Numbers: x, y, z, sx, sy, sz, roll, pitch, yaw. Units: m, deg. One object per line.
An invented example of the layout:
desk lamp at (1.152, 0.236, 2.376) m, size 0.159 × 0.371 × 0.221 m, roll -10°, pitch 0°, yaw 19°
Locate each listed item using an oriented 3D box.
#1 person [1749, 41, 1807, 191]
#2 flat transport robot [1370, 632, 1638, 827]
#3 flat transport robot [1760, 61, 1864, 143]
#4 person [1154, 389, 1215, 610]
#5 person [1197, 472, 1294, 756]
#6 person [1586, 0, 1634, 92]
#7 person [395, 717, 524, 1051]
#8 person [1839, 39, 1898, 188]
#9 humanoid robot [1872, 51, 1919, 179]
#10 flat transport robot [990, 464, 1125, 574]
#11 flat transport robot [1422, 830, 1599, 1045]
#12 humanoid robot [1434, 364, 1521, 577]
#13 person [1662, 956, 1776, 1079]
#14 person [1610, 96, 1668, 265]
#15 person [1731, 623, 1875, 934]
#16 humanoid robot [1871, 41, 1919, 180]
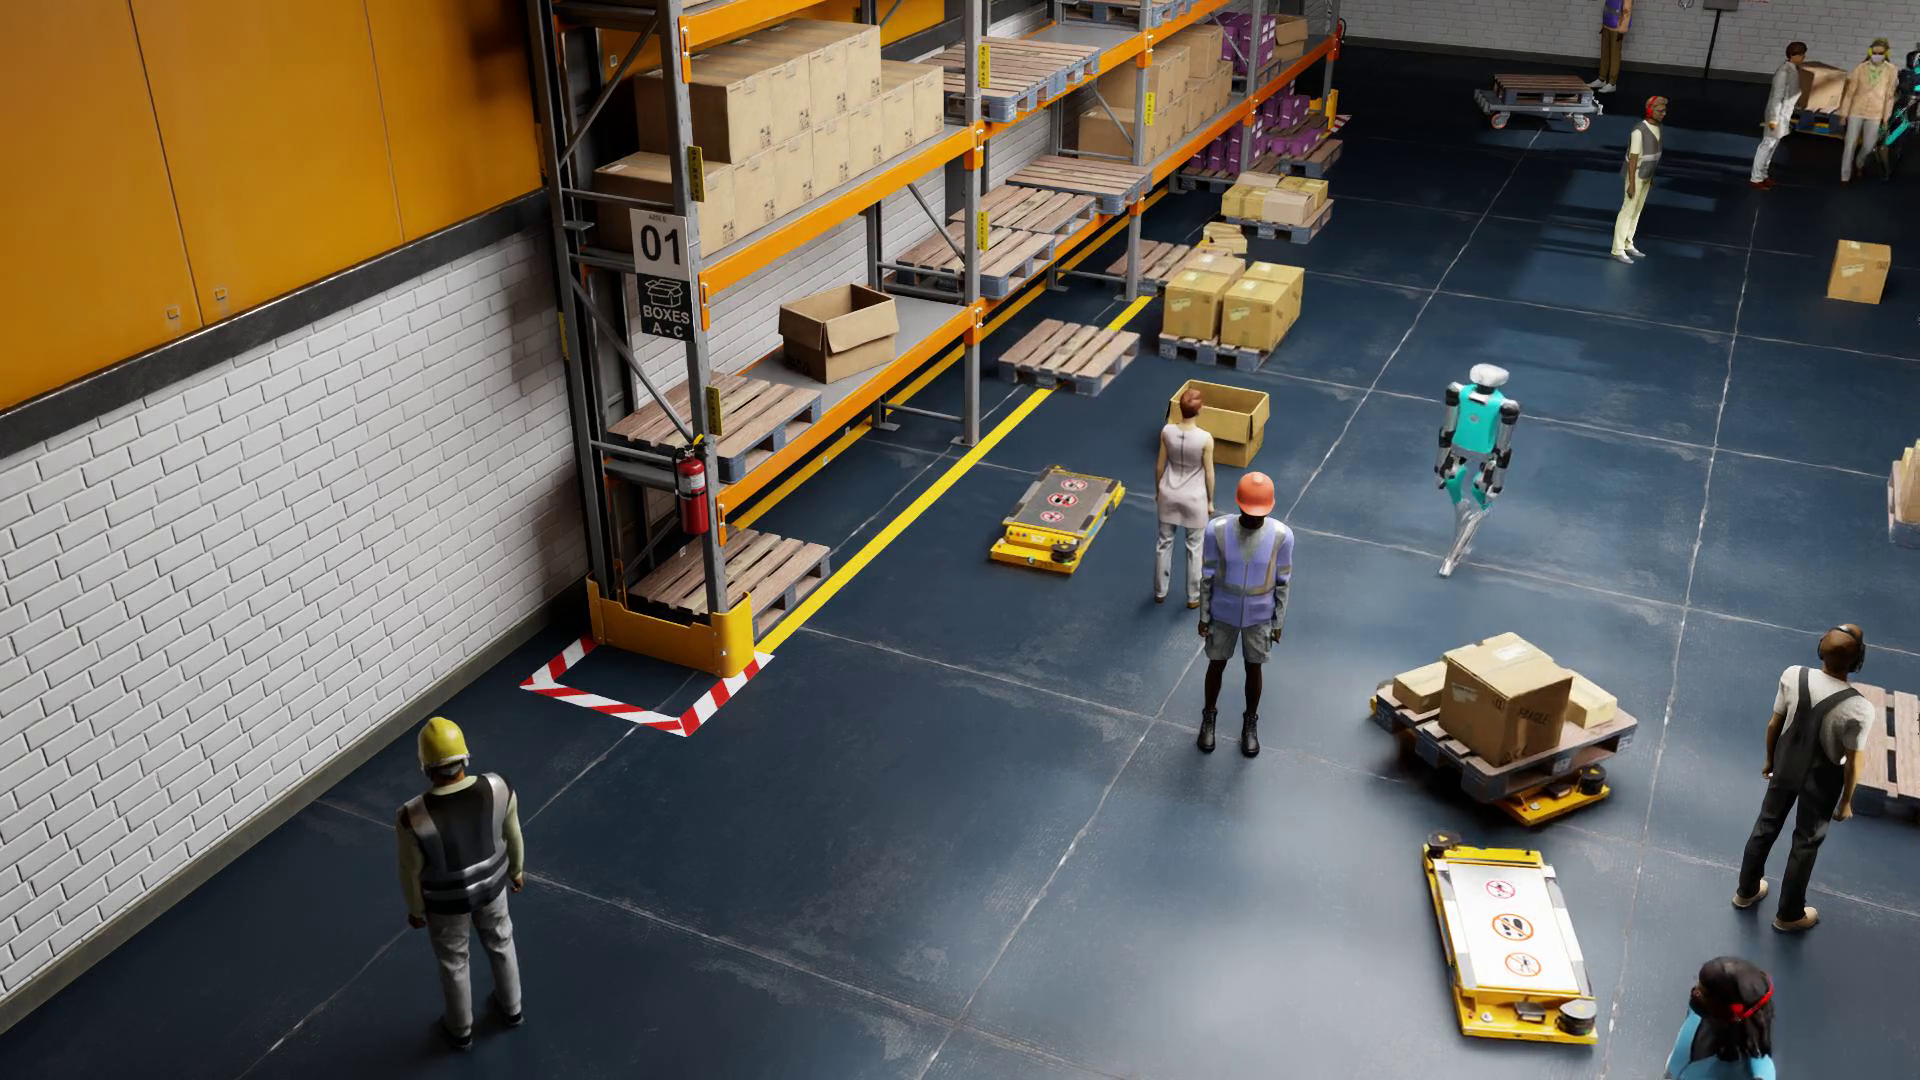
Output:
person at (10.377, -5.370, 21.042) m, size 0.367 × 1.831 × 0.505 m, roll 24°, pitch 36°, yaw 37°
flat transport robot at (3.288, 1.253, 10.404) m, size 0.659 × 0.231 × 1.431 m, roll -14°, pitch 31°, yaw -24°
flat transport robot at (12.245, -5.905, 23.678) m, size 1.431 × 0.231 × 0.659 m, roll 22°, pitch 35°, yaw 35°
person at (1.585, -0.291, 11.798) m, size 0.443 × 1.660 × 0.287 m, roll 13°, pitch 31°, yaw 23°
person at (1.724, 0.452, 10.149) m, size 0.541 × 1.930 × 0.374 m, roll 4°, pitch 29°, yaw 7°
person at (10.094, -7.909, 25.642) m, size 0.419 × 1.929 × 0.544 m, roll -5°, pitch 29°, yaw -10°
person at (-2.388, 1.657, 8.026) m, size 0.599 × 1.819 × 0.403 m, roll -21°, pitch 35°, yaw -34°
person at (11.448, -5.387, 21.035) m, size 0.587 × 1.860 × 0.468 m, roll 16°, pitch 32°, yaw 27°
humanoid robot at (12.126, -5.457, 21.383) m, size 0.366 × 1.648 × 0.589 m, roll -19°, pitch 34°, yaw -32°
flat transport robot at (0.787, -0.183, 13.068) m, size 0.659 × 0.231 × 1.431 m, roll 10°, pitch 30°, yaw 19°
flat transport robot at (2.902, 2.089, 8.855) m, size 0.659 × 0.231 × 1.431 m, roll 3°, pitch 28°, yaw 5°
humanoid robot at (3.830, -0.497, 12.196) m, size 0.570 × 1.856 × 0.838 m, roll 21°, pitch 35°, yaw 34°
person at (2.996, 2.384, 6.667) m, size 0.934 × 1.831 × 0.525 m, roll -2°, pitch 28°, yaw -4°
person at (7.565, -4.025, 18.531) m, size 0.389 × 1.845 × 0.564 m, roll 23°, pitch 36°, yaw 36°
person at (4.460, 1.250, 8.750) m, size 0.346 × 1.846 × 0.505 m, roll -18°, pitch 33°, yaw -29°
humanoid robot at (12.023, -5.492, 21.353) m, size 0.636 × 1.786 × 0.530 m, roll -4°, pitch 29°, yaw -7°
